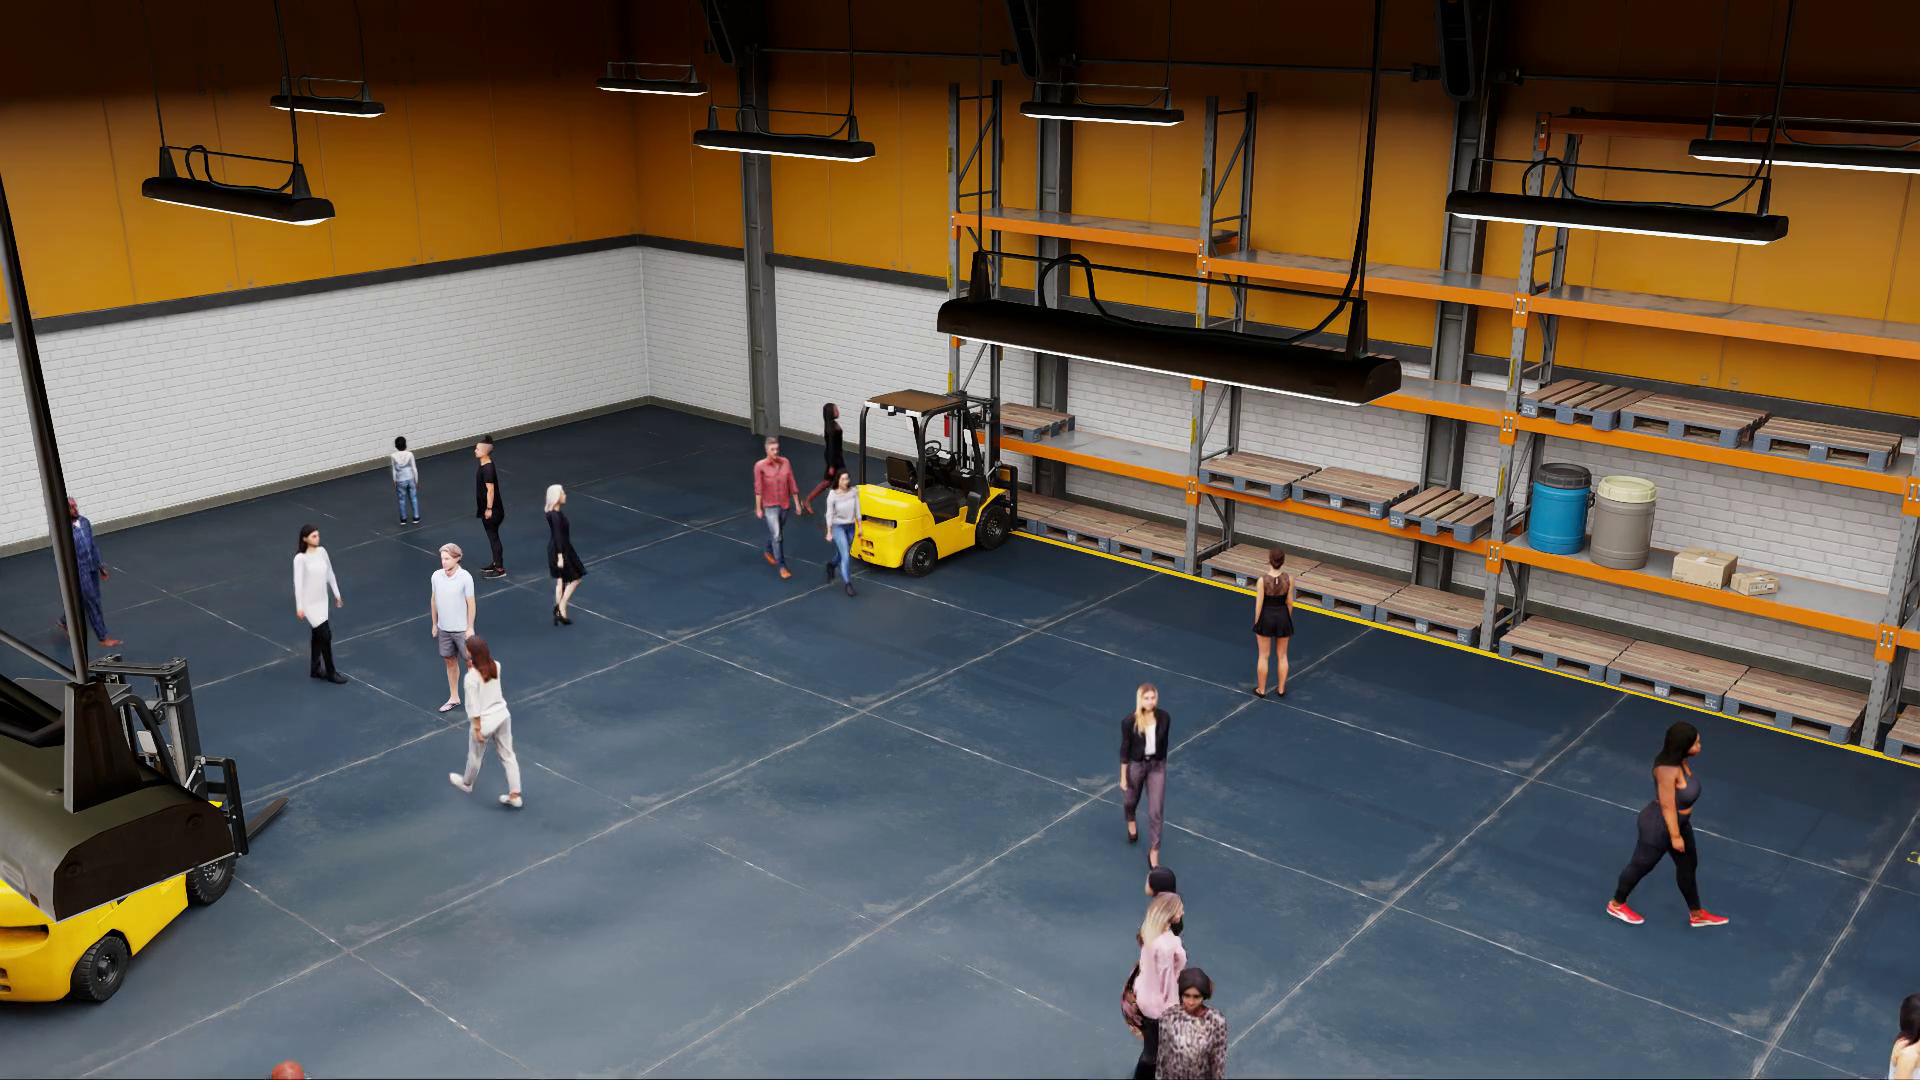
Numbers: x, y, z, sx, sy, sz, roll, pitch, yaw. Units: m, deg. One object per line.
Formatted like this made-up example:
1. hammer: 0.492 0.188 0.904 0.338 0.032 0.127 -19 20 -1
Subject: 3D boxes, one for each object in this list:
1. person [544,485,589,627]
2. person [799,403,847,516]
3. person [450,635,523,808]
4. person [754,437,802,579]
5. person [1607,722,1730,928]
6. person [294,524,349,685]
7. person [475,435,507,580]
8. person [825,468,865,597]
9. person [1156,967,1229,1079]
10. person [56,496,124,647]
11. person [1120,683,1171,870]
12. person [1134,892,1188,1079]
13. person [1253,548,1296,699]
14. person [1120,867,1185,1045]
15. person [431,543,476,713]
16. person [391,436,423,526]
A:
1. person: -4.770 0.203 19.535 0.806 1.735 0.740 -6 19 -17
2. person: -1.862 -1.087 23.435 1.179 1.690 1.094 -1 19 -2
3. person: -4.246 1.693 15.248 1.073 1.647 0.706 11 22 30
4. person: -2.406 -0.454 21.403 0.926 1.787 1.276 -12 22 -32
5. person: 5.533 2.279 13.298 1.121 1.780 0.703 13 23 34
6. person: -7.047 0.684 18.020 0.889 1.790 0.780 7 20 20
7. person: -6.012 -0.444 21.253 0.829 1.864 0.701 -7 20 -20
8. person: -1.494 -0.129 20.741 0.768 1.595 1.100 -13 23 -34
9. person: 1.423 3.360 10.216 0.931 1.700 0.853 6 19 16
10. person: -10.103 0.351 19.003 1.191 1.793 1.033 2 19 7
11. person: 1.563 1.996 14.390 1.013 1.621 1.102 -3 19 -8
12. person: 1.229 3.080 11.092 0.781 1.671 0.728 -1 19 -3
13. person: 3.326 0.872 17.646 0.673 1.672 0.738 -1 19 -2
14. person: 1.389 3.015 11.143 0.762 1.762 0.619 15 24 37
15. person: -5.231 0.901 17.311 0.659 1.832 0.790 5 19 13
16. person: -7.815 -0.849 23.403 0.564 1.260 0.603 -6 20 -18
